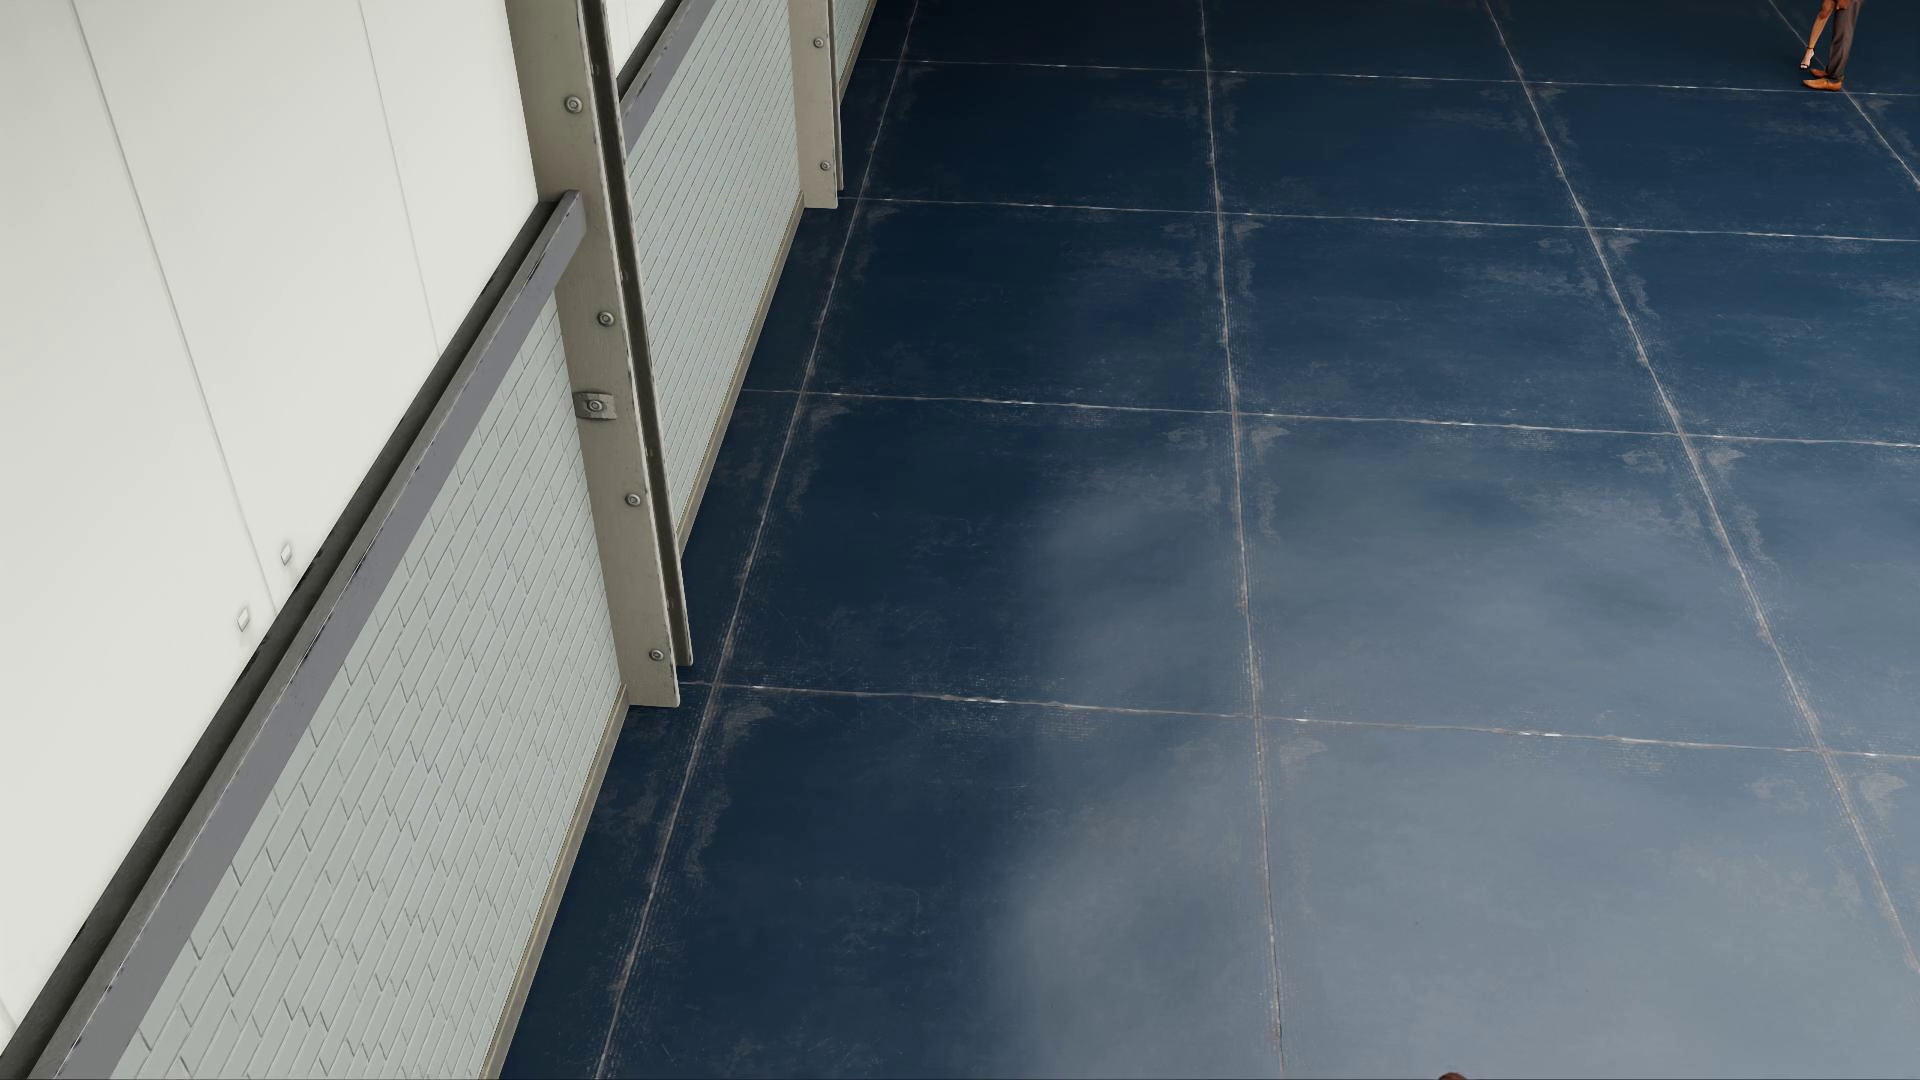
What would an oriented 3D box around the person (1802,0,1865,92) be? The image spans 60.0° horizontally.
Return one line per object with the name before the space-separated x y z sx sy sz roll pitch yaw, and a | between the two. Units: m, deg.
person | 8.240 -5.099 15.285 0.855 1.907 0.725 21 43 25
